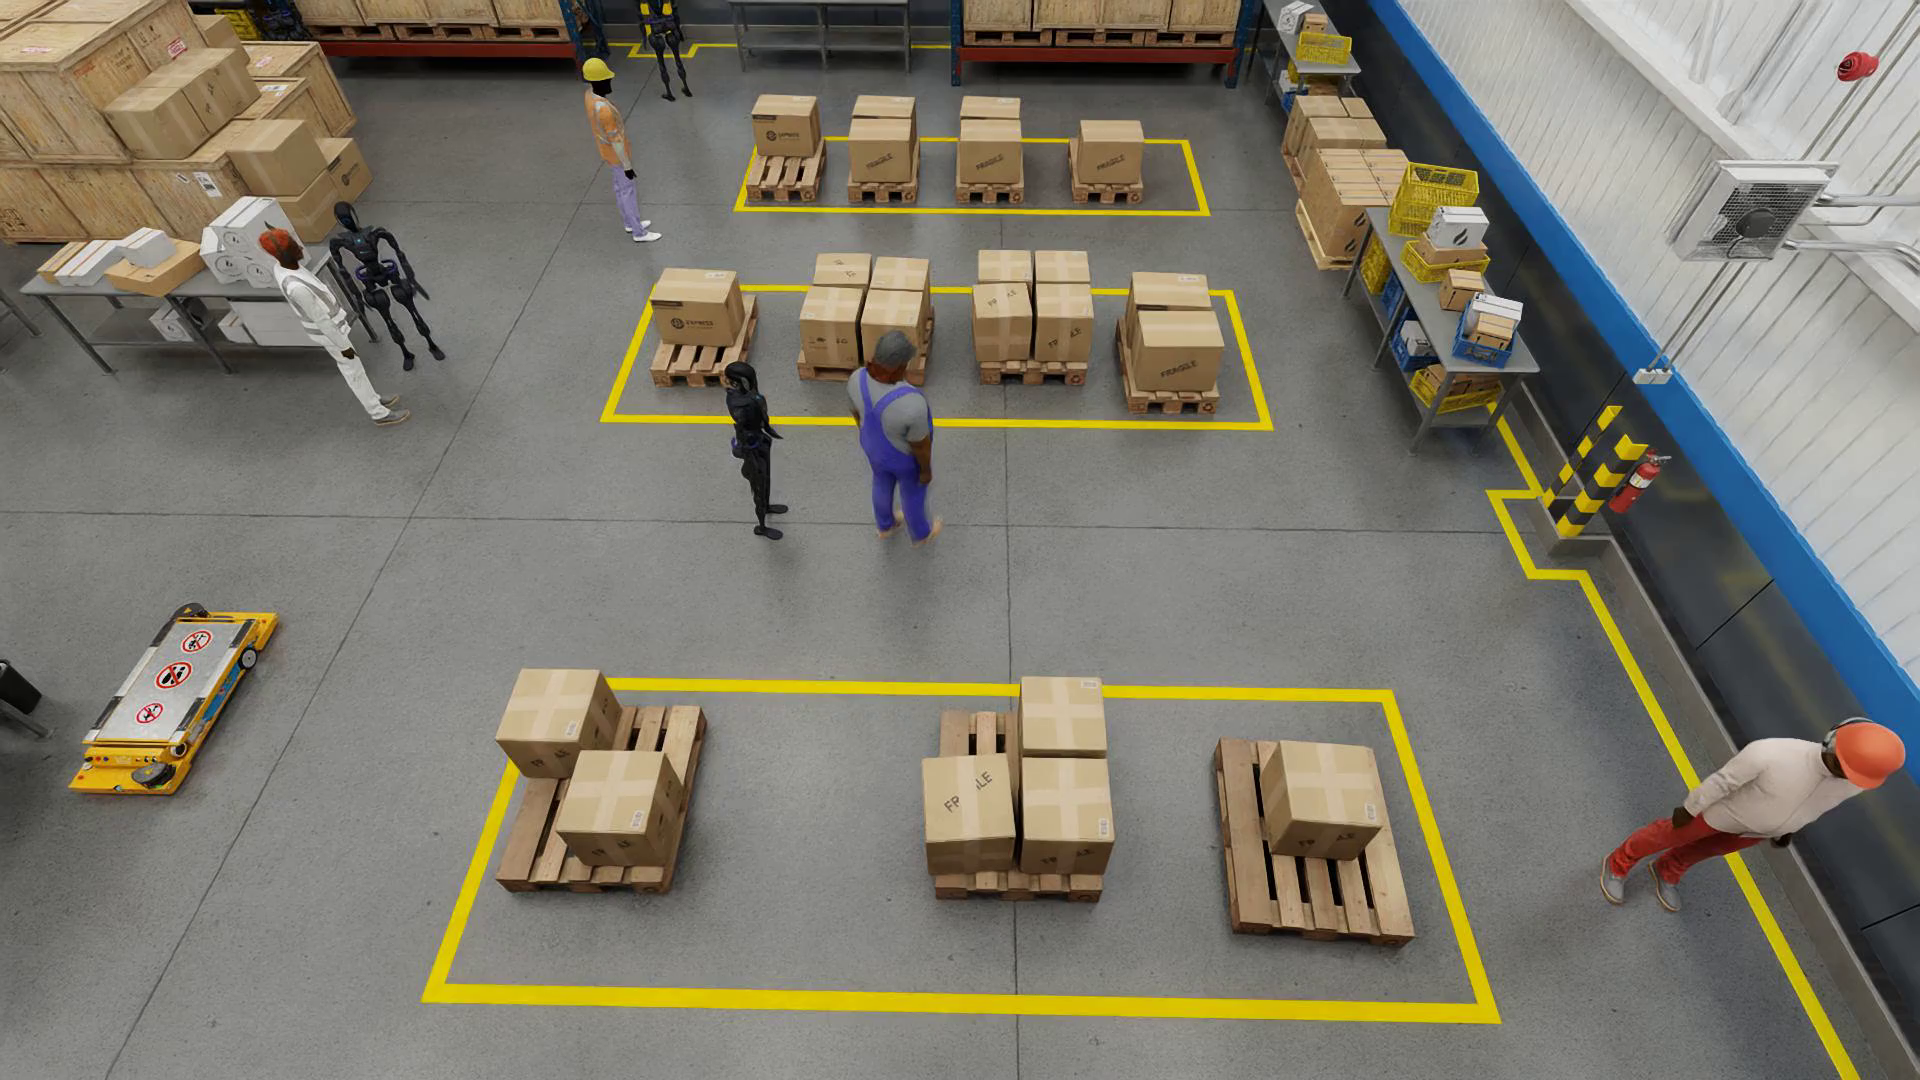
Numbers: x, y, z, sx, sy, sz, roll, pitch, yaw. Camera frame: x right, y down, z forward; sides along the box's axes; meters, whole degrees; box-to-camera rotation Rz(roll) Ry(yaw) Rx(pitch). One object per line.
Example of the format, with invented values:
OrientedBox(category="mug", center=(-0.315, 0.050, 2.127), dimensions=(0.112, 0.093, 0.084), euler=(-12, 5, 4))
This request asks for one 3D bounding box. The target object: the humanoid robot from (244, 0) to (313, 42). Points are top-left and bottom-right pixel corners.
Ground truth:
OrientedBox(category="humanoid robot", center=(-9.029, -6.831, 12.215), dimensions=(0.584, 1.657, 0.331), euler=(-32, 57, -24))

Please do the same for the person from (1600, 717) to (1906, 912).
OrientedBox(category="person", center=(4.238, 1.509, 4.967), dimensions=(0.608, 1.984, 0.392), euler=(9, 50, 7))

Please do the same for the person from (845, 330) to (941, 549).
OrientedBox(category="person", center=(-0.442, -0.721, 6.818), dimensions=(0.689, 2.000, 0.537), euler=(30, 56, 23))

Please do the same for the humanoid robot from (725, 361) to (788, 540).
OrientedBox(category="humanoid robot", center=(-1.552, -0.700, 7.027), dimensions=(0.311, 1.657, 0.616), euler=(2, 50, 2))

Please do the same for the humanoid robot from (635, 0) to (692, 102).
OrientedBox(category="humanoid robot", center=(-3.942, -6.731, 12.135), dimensions=(0.569, 1.650, 0.316), euler=(-29, 55, -22))

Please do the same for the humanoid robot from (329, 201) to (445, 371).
OrientedBox(category="humanoid robot", center=(-5.258, -2.310, 8.390), dimensions=(0.584, 1.657, 0.327), euler=(-25, 54, -20))

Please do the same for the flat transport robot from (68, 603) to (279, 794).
OrientedBox(category="flat transport robot", center=(-5.504, 1.072, 6.442), dimensions=(0.652, 0.197, 1.431), euler=(1, 50, 1))

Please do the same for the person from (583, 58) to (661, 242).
OrientedBox(category="person", center=(-3.641, -4.122, 9.769), dimensions=(0.363, 1.926, 0.593), euler=(-26, 54, -20))

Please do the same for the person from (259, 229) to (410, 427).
OrientedBox(category="person", center=(-5.339, -1.778, 7.814), dimensions=(0.356, 1.882, 0.573), euler=(-32, 57, -24))
